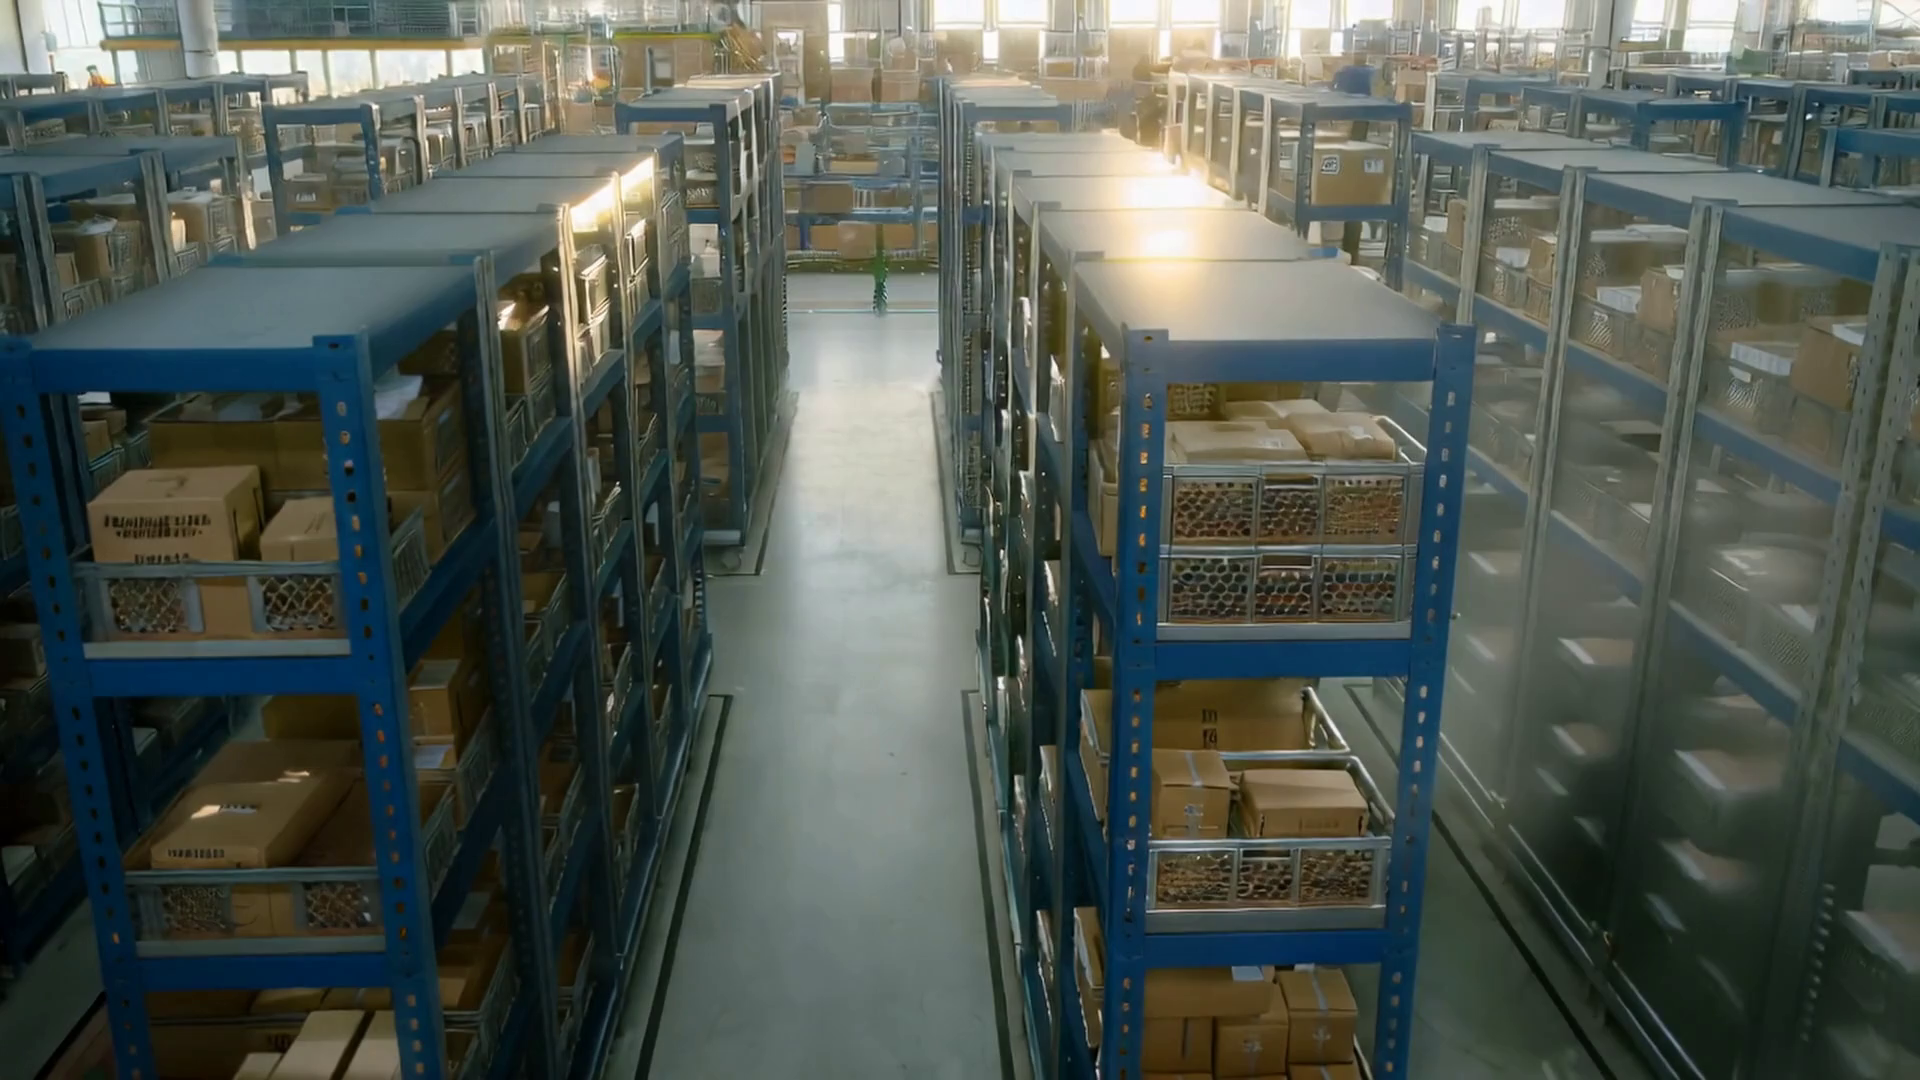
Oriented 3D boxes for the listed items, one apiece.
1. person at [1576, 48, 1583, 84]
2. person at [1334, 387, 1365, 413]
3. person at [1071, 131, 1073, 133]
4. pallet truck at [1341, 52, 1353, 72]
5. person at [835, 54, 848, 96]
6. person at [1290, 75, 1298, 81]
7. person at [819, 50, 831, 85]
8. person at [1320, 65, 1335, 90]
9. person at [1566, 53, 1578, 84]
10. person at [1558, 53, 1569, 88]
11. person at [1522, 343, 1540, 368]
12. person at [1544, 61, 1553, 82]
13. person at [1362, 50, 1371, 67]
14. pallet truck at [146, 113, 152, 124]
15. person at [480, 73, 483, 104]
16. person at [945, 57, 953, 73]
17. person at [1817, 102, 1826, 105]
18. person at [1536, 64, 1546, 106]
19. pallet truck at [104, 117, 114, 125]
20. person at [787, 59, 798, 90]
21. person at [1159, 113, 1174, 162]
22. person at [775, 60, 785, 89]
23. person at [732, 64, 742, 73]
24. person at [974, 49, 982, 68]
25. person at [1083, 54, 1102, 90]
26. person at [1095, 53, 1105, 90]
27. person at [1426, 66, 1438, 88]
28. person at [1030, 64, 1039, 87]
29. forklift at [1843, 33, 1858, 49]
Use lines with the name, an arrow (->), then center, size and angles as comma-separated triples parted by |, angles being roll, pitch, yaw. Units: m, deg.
person -> 34.112, -26.095, 91.541 | 0.585, 1.928, 0.369 | -7, 19, -20
person -> 2.700, -0.163, 11.495 | 0.656, 1.804, 0.610 | 5, 19, 15
person -> 2.171, -7.396, 33.813 | 0.643, 1.860, 0.923 | 3, 18, 11
pallet truck -> 18.794, -23.123, 82.231 | 0.823, 1.965, 1.885 | -13, 22, -35
person -> -5.707, -22.471, 80.302 | 0.630, 1.950, 1.009 | 1, 18, 3
person -> 11.404, -14.982, 57.178 | 0.789, 1.904, 0.568 | -2, 18, -5
person -> -7.391, -25.767, 90.730 | 0.727, 1.803, 0.661 | -4, 18, -13
person -> 14.806, -18.176, 67.105 | 0.546, 1.890, 0.996 | 4, 18, 12
person -> 33.265, -25.586, 90.378 | 0.508, 1.676, 0.540 | -9, 20, -25
person -> 28.957, -22.344, 79.753 | 0.671, 2.000, 0.695 | 7, 19, 20
person -> 4.122, -0.505, 12.267 | 0.717, 1.978, 0.622 | -5, 18, -14
person -> 25.395, -19.746, 71.963 | 0.337, 1.882, 0.583 | 17, 25, 42
person -> 21.375, -24.817, 87.618 | 0.420, 1.910, 0.598 | 17, 24, 42
pallet truck -> -18.087, -8.309, 36.390 | 1.885, 1.965, 0.823 | -1, 18, -4
person -> -17.333, -15.996, 60.423 | 0.508, 1.844, 0.342 | -15, 23, -39
person -> -0.523, -21.229, 76.511 | 0.378, 1.911, 0.589 | 9, 20, 27
person -> 21.982, -10.322, 42.712 | 0.545, 1.939, 0.374 | 7, 19, 21
person -> 24.133, -18.849, 69.235 | 0.506, 1.860, 0.323 | -8, 20, -23
pallet truck -> -18.367, -7.885, 35.078 | 1.885, 1.965, 0.823 | 1, 18, 2
person -> -8.615, -24.023, 85.223 | 0.593, 1.867, 0.630 | -14, 23, -37
person -> 4.855, -9.063, 38.985 | 0.404, 1.833, 0.587 | 8, 19, 22
person -> -8.994, -23.395, 83.239 | 0.547, 1.908, 0.869 | -7, 19, -21
person -> -9.257, -18.832, 69.145 | 0.604, 1.884, 0.940 | 12, 21, 33
person -> 0.971, -25.684, 90.337 | 1.017, 1.893, 0.633 | 0, 18, -1
person -> 6.858, -23.995, 85.266 | 0.916, 1.802, 0.636 | -2, 18, -6
person -> 7.171, -24.032, 85.288 | 0.536, 1.851, 0.441 | -8, 20, -25
person -> 18.220, -17.314, 64.316 | 0.381, 1.958, 0.602 | -3, 18, -10
person -> 3.248, -20.130, 73.417 | 0.490, 1.716, 0.731 | -14, 22, -36
forklift -> 44.508, -23.936, 83.335 | 1.873, 2.768, 1.129 | -2, 18, -7
